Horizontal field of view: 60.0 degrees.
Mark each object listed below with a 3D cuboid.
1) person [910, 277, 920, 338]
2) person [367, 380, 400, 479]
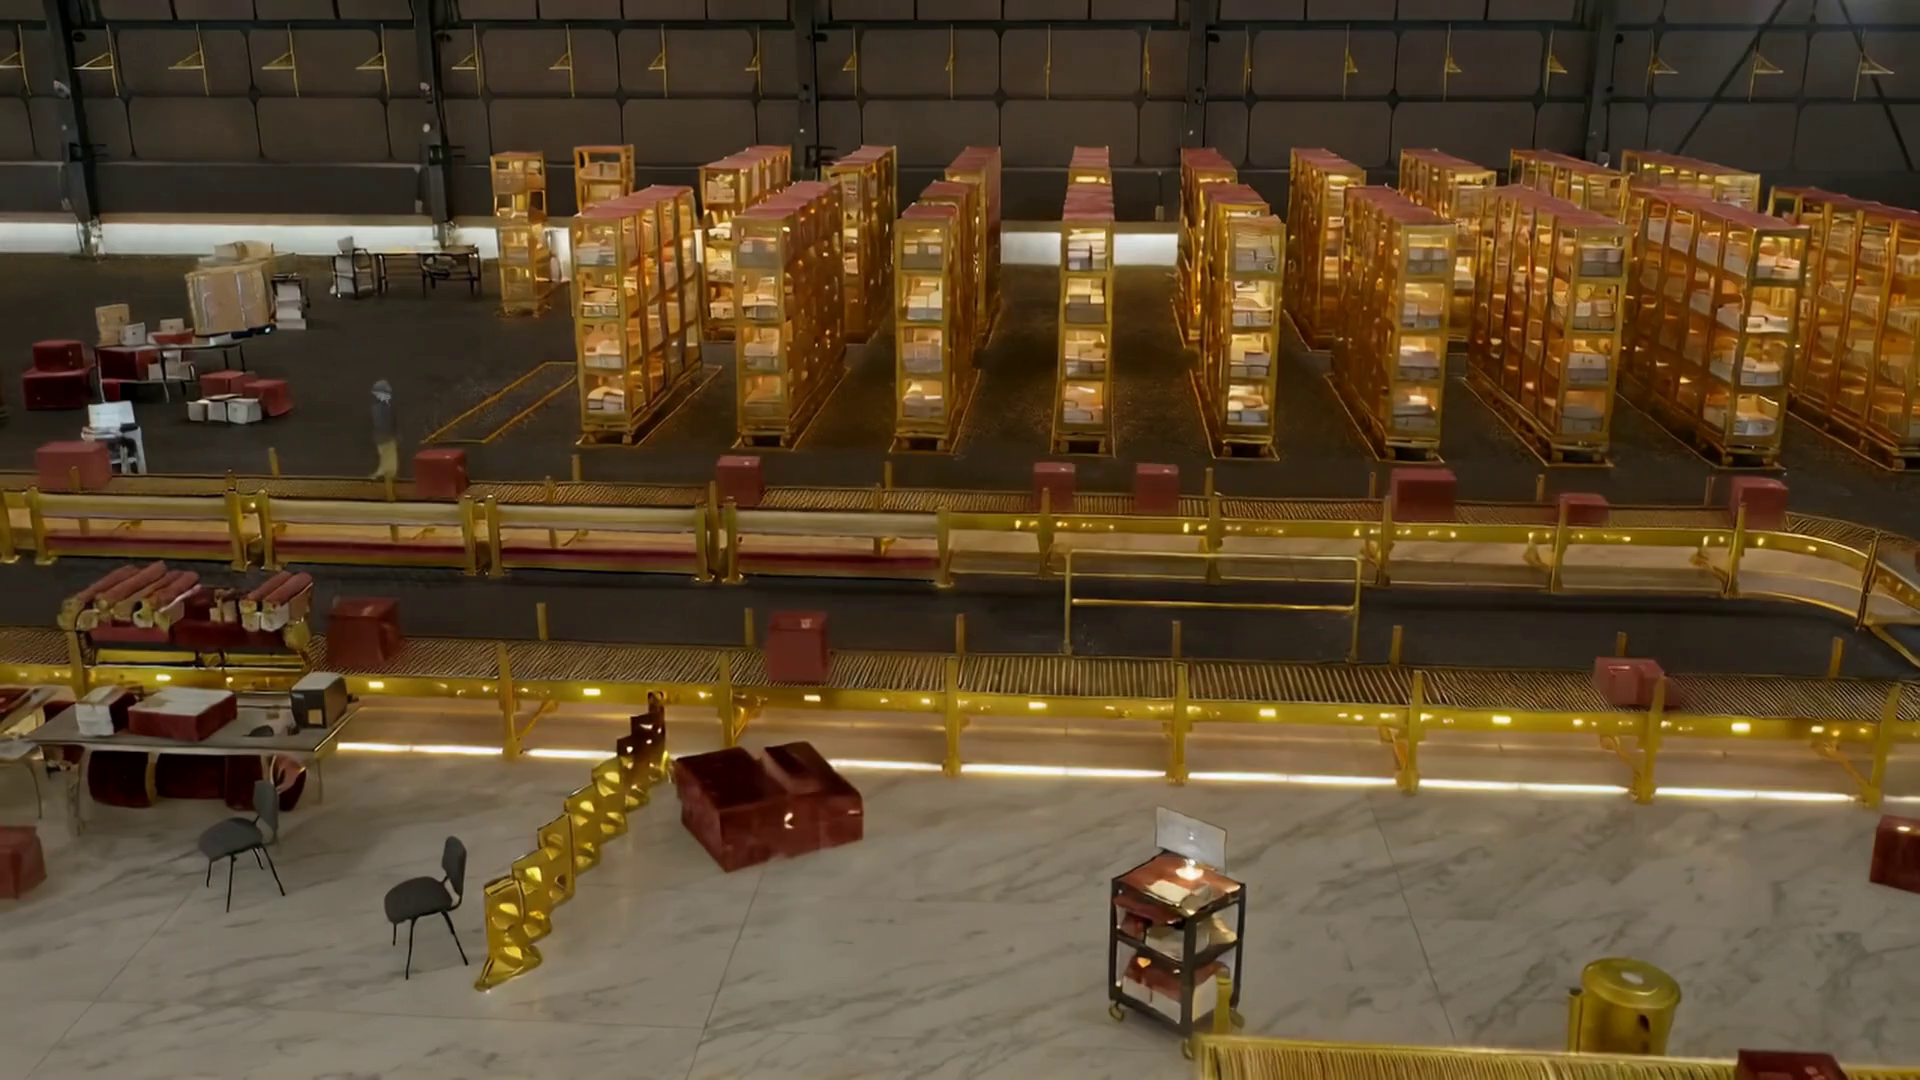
[{"bbox_3d":[-0.749,-4.310,31.967,0.375,1.997,0.612,15,23,39],"label":"person"},{"bbox_3d":[-8.019,-1.376,23.066,0.735,1.743,0.527,2,18,8],"label":"person"}]
